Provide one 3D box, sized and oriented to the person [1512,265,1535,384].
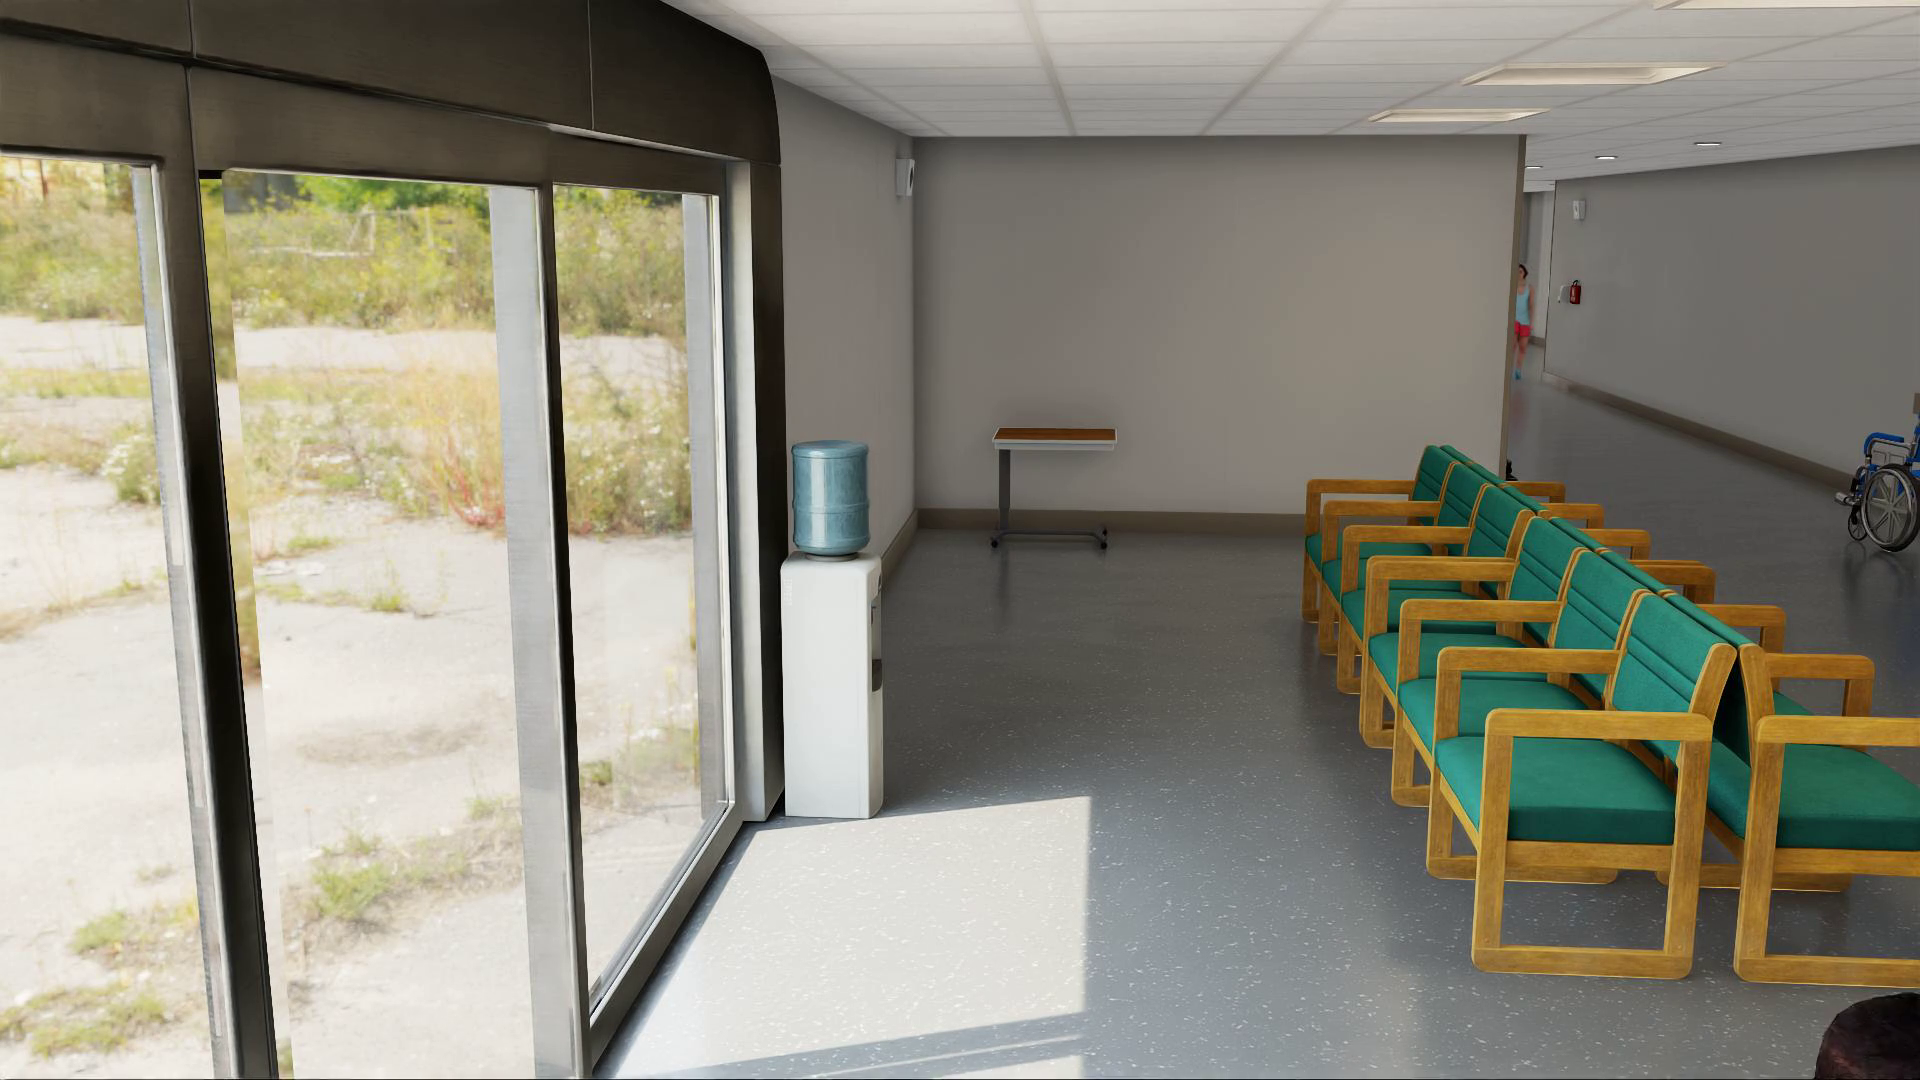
[{"bbox_3d":[8.320,-3.191,24.733,1.146,1.730,0.825,3,11,17],"label":"person"}]
